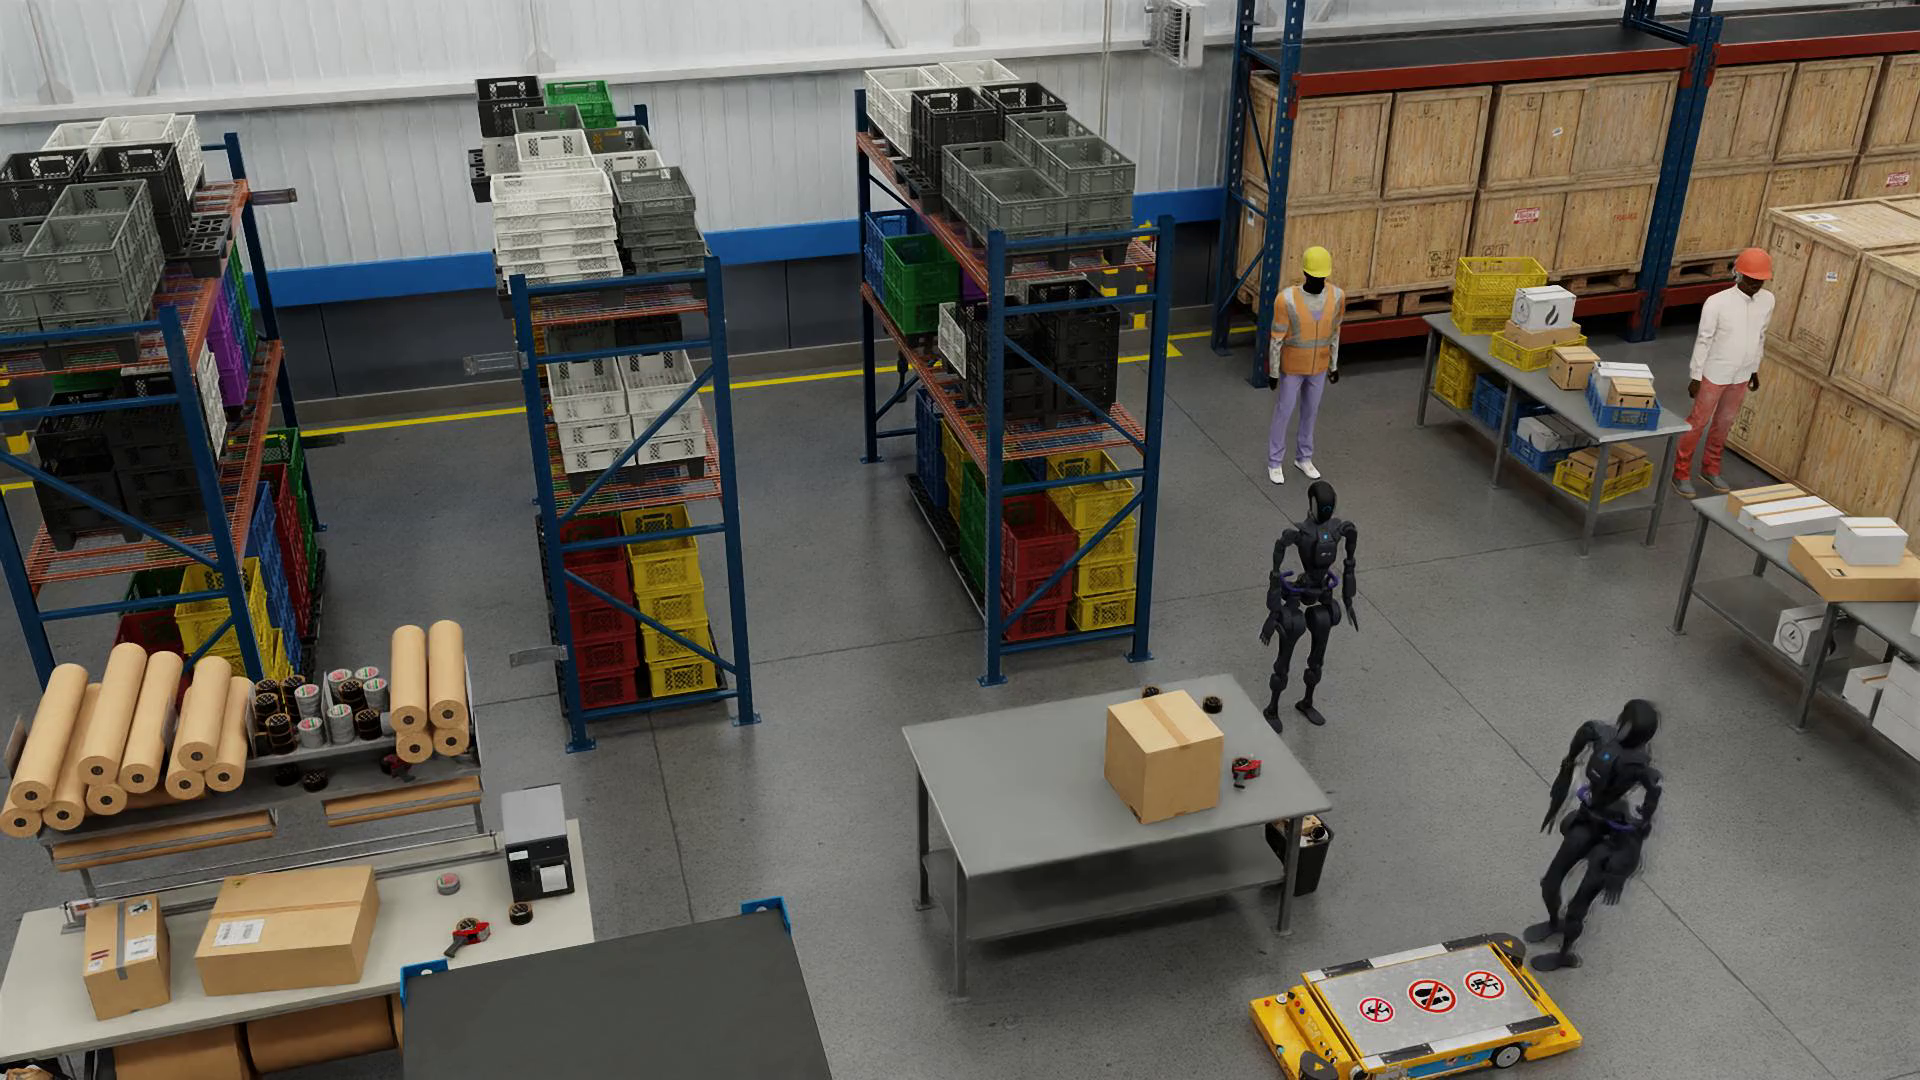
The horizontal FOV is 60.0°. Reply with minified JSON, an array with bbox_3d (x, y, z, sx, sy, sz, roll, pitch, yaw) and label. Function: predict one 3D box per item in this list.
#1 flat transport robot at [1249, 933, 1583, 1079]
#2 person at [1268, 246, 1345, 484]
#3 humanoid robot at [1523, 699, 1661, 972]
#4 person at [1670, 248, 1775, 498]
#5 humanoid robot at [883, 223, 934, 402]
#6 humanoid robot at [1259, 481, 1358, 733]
[{"bbox_3d":[2.184,2.282,7.980,1.431,0.197,0.652,-8,30,-14],"label":"flat transport robot"},{"bbox_3d":[2.681,-1.357,12.909,0.593,1.925,0.372,-8,30,-14],"label":"person"},{"bbox_3d":[3.075,1.434,8.109,0.392,1.631,0.608,-12,31,-20],"label":"humanoid robot"},{"bbox_3d":[5.848,-1.272,12.685,0.623,1.992,0.387,-8,30,-14],"label":"person"},{"bbox_3d":[-0.365,-1.998,14.320,0.614,1.657,0.313,-8,30,-14],"label":"humanoid robot"},{"bbox_3d":[2.096,0.400,9.958,0.614,1.657,0.313,-8,30,-14],"label":"humanoid robot"}]
